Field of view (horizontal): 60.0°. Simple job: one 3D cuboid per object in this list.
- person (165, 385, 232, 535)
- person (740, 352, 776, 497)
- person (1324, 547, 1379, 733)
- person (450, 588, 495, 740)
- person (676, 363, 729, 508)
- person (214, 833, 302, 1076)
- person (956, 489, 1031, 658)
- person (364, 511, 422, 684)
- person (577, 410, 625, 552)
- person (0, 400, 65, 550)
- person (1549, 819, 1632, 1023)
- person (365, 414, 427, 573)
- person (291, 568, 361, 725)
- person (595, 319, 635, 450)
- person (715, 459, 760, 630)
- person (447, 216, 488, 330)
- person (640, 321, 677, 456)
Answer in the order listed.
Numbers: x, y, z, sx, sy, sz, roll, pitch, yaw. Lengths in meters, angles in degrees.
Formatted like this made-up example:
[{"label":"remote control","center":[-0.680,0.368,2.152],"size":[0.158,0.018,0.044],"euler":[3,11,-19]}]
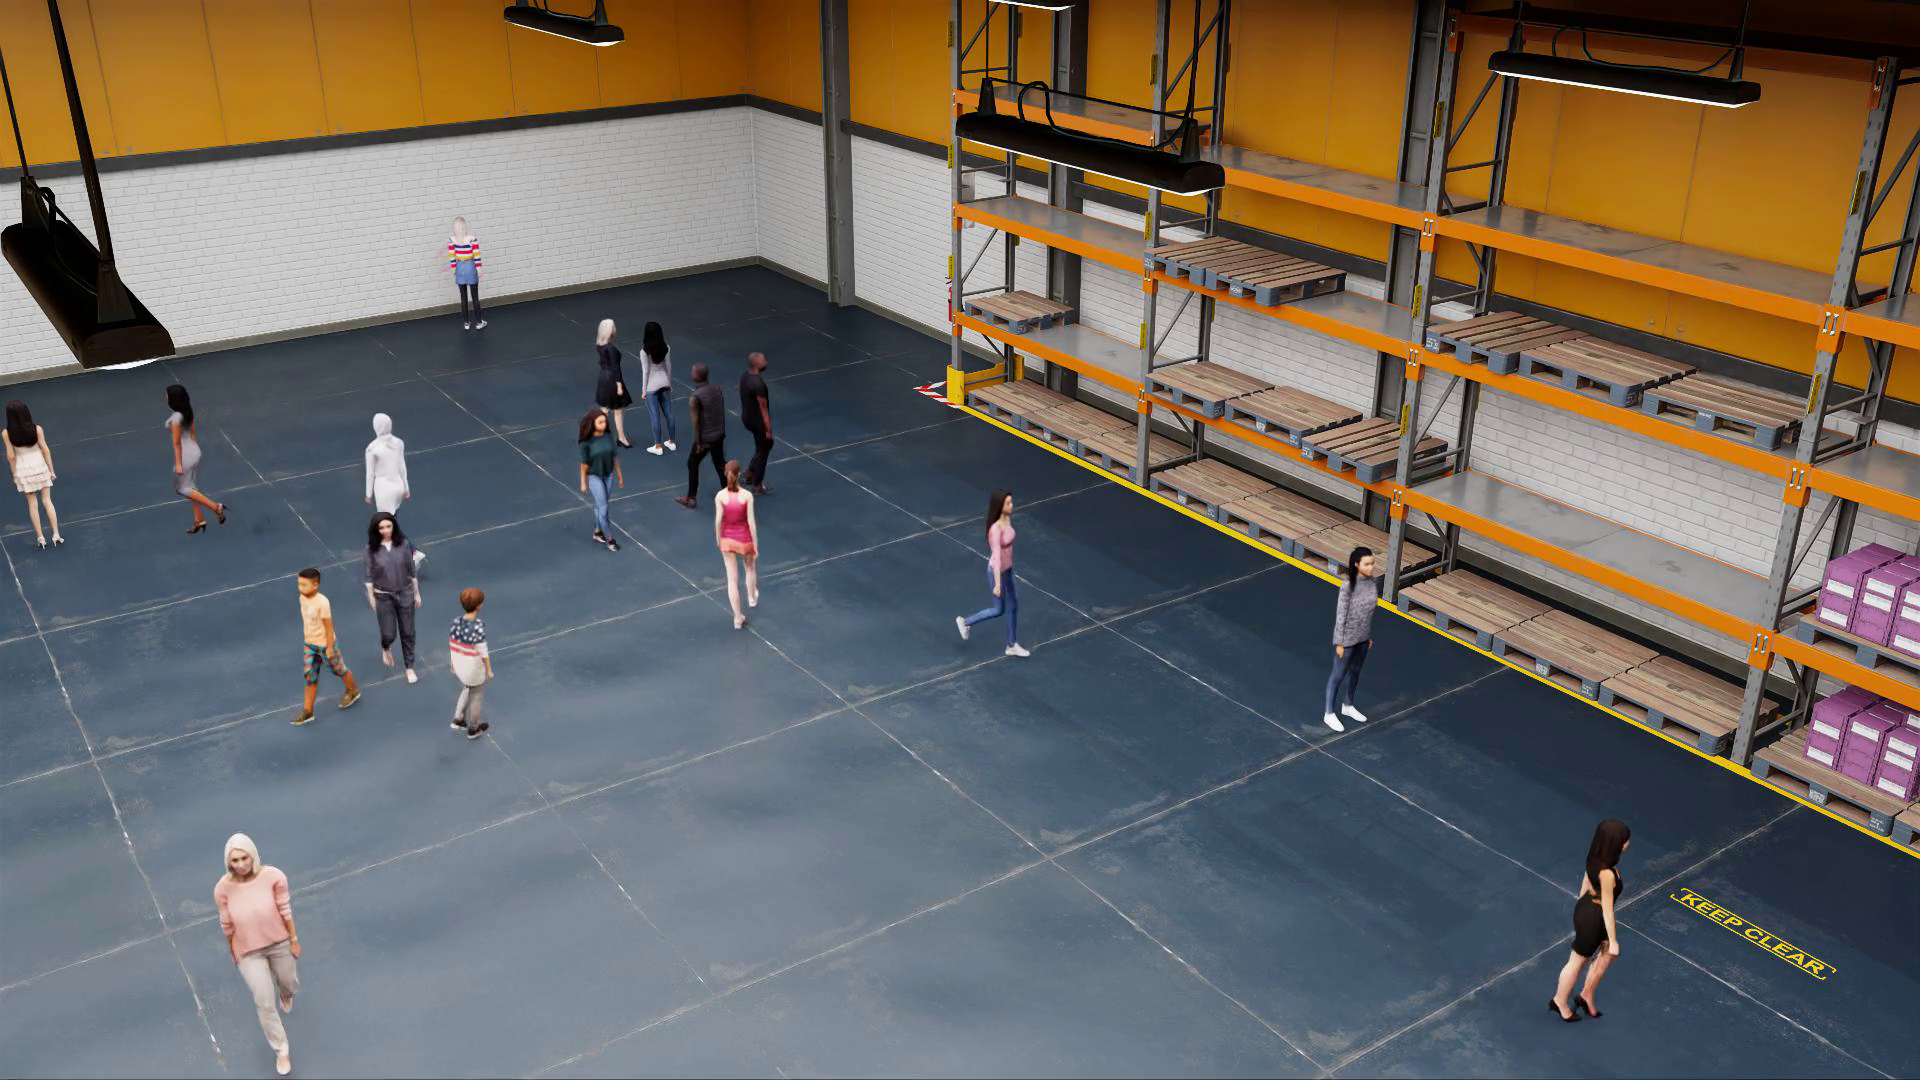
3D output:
[{"label":"person","center":[-8.657,-0.888,18.860],"size":[0.863,1.763,0.831],"euler":[-2,24,-5]},{"label":"person","center":[-2.502,-1.362,19.895],"size":[0.781,1.802,0.672],"euler":[-12,26,-25]},{"label":"person","center":[3.523,0.852,14.918],"size":[0.605,1.732,0.517],"euler":[-15,28,-31]},{"label":"person","center":[-4.365,1.126,14.676],"size":[0.694,1.425,0.750],"euler":[10,25,21]},{"label":"person","center":[-2.865,-1.176,19.461],"size":[1.086,1.809,0.935],"euler":[15,28,31]},{"label":"person","center":[-4.559,2.620,10.901],"size":[0.717,1.711,0.995],"euler":[-9,25,-21]},{"label":"person","center":[0.333,0.316,16.153],"size":[1.067,1.724,0.920],"euler":[8,25,18]},{"label":"person","center":[-5.362,0.505,15.690],"size":[0.625,1.749,0.708],"euler":[-14,27,-29]},{"label":"person","center":[-4.081,-0.707,18.656],"size":[0.683,1.596,0.882],"euler":[-21,31,-40]},{"label":"person","center":[-10.342,-0.733,18.541],"size":[0.610,1.735,0.573],"euler":[-11,26,-23]},{"label":"person","center":[4.139,2.565,11.125],"size":[0.767,1.631,0.709],"euler":[5,24,12]},{"label":"person","center":[-6.110,-0.479,17.934],"size":[1.158,1.754,0.881],"euler":[15,28,31]},{"label":"person","center":[-5.757,0.924,15.140],"size":[0.982,1.422,0.911],"euler":[11,26,23]},{"label":"person","center":[-4.518,-1.991,21.409],"size":[0.682,1.743,0.689],"euler":[-16,29,-33]},{"label":"person","center":[-2.248,0.069,16.713],"size":[0.911,1.729,1.057],"euler":[-1,24,-1]},{"label":"person","center":[-7.882,-4.275,26.552],"size":[0.719,1.808,0.737],"euler":[1,24,2]},{"label":"person","center":[-3.882,-1.958,21.343],"size":[0.582,1.735,0.650],"euler":[21,31,40]}]
